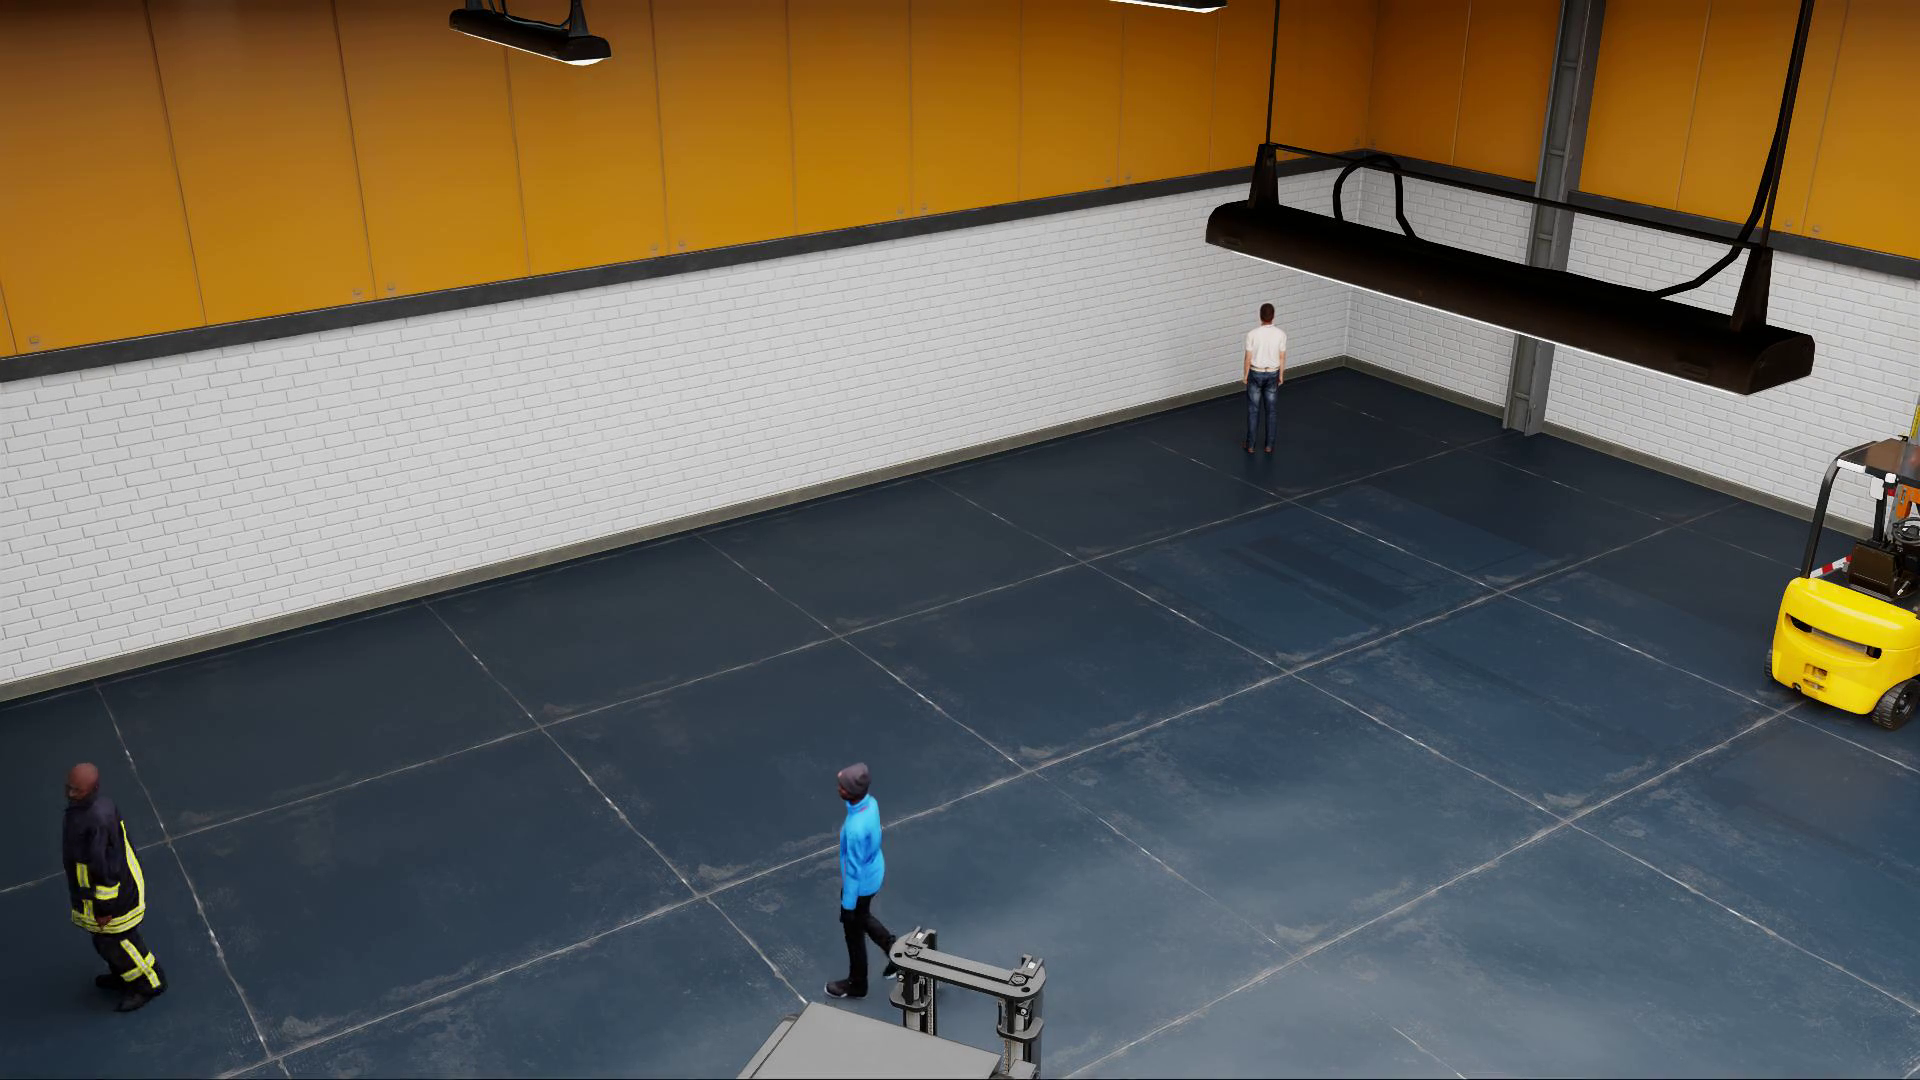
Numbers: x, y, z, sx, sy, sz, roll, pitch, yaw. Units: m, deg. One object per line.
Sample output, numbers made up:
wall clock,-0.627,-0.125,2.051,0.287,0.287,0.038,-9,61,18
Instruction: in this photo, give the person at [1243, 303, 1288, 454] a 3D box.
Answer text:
person,3.691,-1.975,20.218,0.754,1.856,0.770,0,24,-1

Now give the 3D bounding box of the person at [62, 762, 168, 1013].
person,-5.542,2.188,10.762,0.829,1.801,0.623,-8,25,-17

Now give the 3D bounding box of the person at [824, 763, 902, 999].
person,-0.558,2.217,10.716,0.956,1.785,0.902,3,24,7
